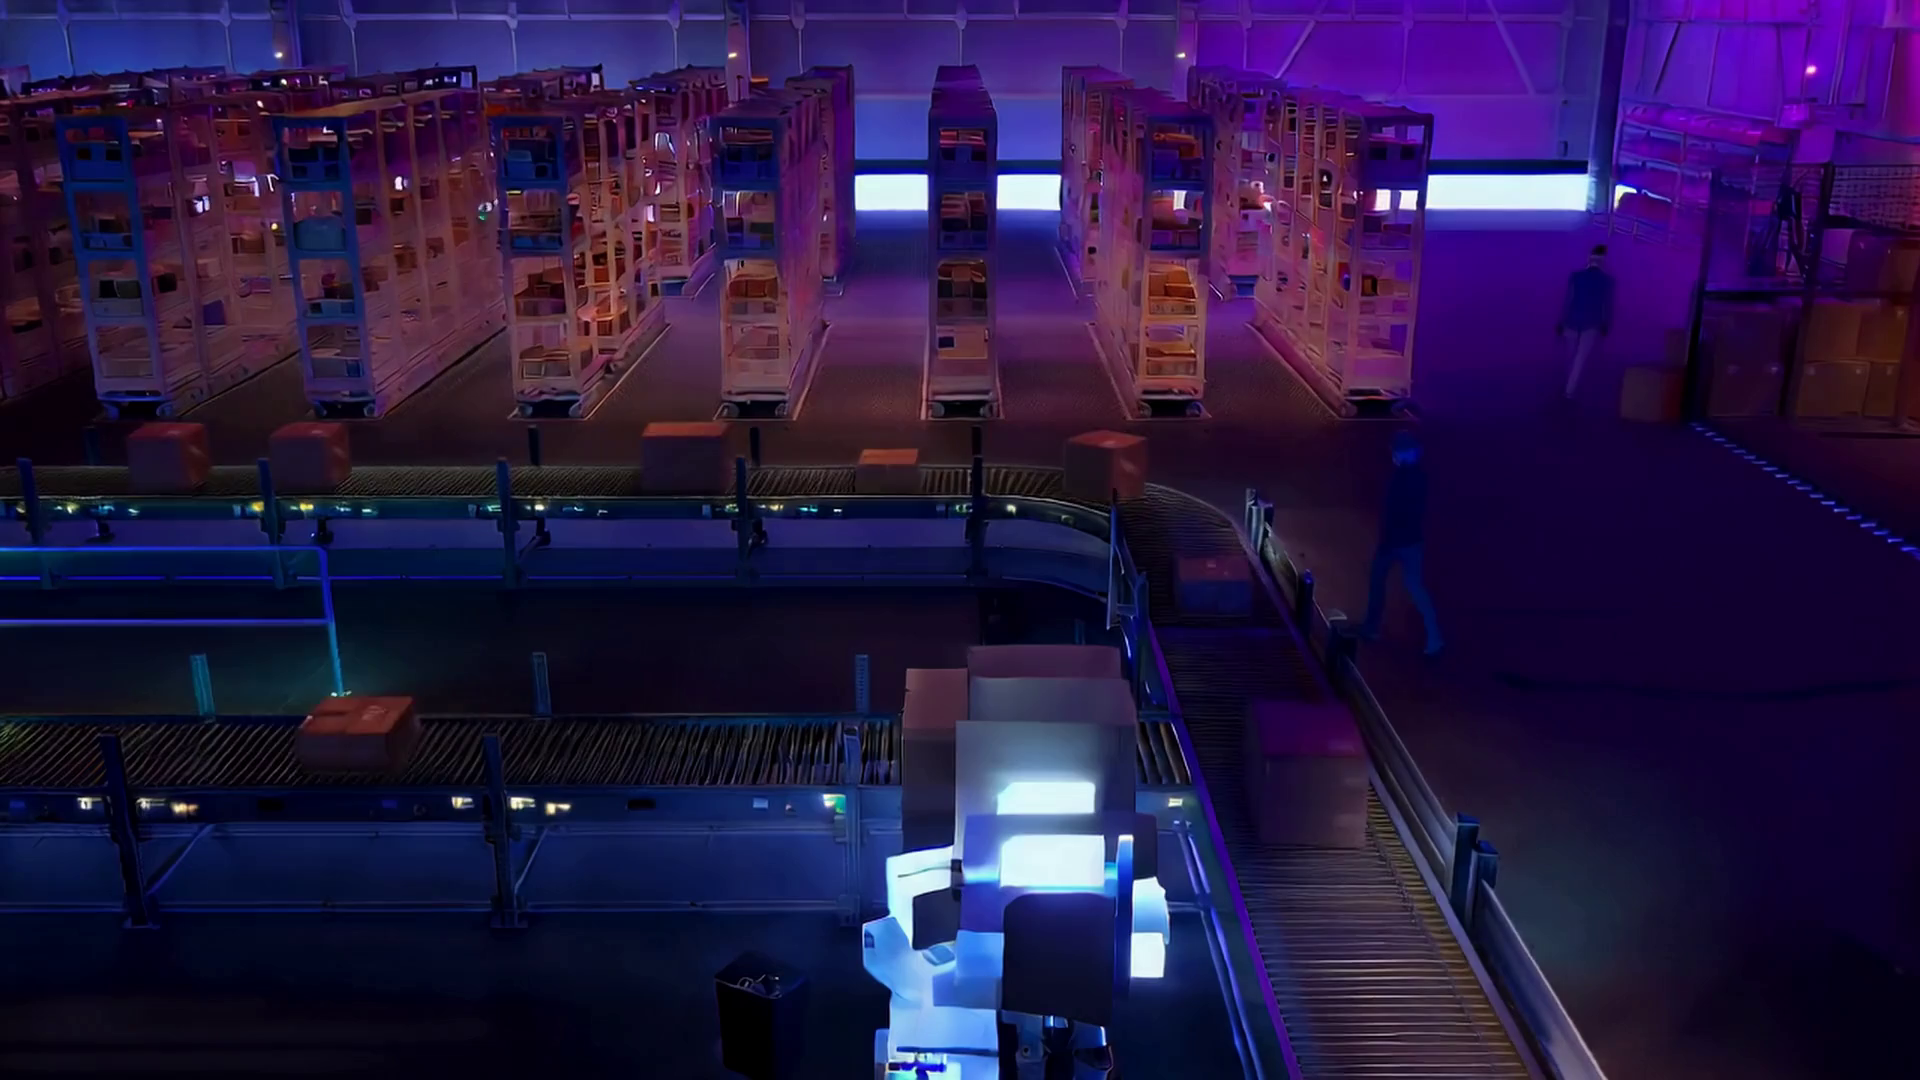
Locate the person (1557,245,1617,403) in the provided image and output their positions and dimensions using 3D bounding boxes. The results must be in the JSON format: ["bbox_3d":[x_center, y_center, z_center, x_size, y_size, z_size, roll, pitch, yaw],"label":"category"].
[{"bbox_3d":[7.881,-2.721,20.893,0.634,1.940,0.880,14,23,37],"label":"person"}]

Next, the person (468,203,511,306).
[{"bbox_3d":[-7.779,-4.733,27.301,0.916,1.792,0.554,0,18,-1],"label":"person"}]

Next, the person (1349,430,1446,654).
[{"bbox_3d":[3.438,0.008,12.808,0.535,1.733,0.851,-11,21,-30],"label":"person"}]
